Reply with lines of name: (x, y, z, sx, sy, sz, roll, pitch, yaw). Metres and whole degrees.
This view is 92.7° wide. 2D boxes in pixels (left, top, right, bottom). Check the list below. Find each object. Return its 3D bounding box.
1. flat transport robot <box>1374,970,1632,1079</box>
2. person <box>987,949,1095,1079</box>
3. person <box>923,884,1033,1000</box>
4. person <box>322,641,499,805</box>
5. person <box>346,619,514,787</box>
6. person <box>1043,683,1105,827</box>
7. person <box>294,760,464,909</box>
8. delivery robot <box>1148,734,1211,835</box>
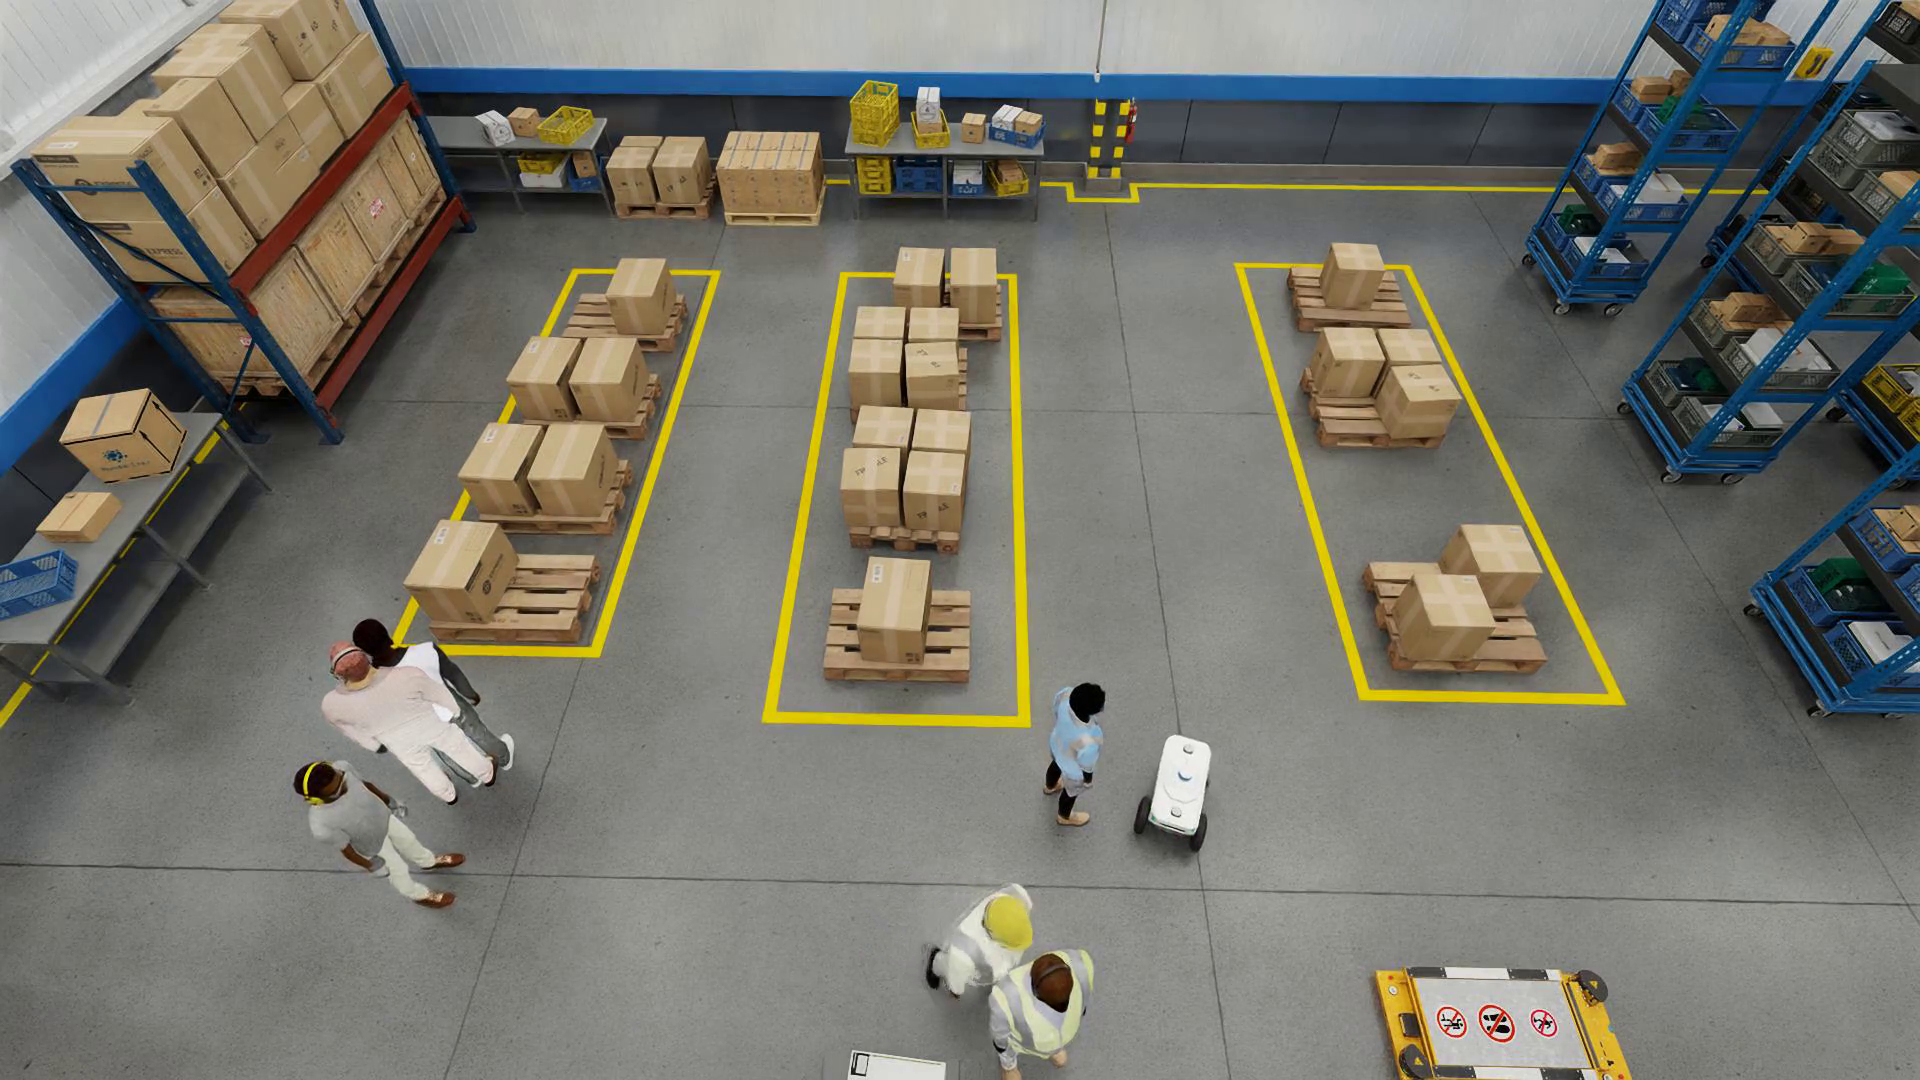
flat transport robot: (3.501, 3.133, 5.914, 1.431, 0.197, 0.652, 1, 51, 1)
person: (0.462, 2.737, 5.229, 0.627, 1.847, 0.429, -20, 54, -16)
person: (0.113, 2.423, 5.511, 0.644, 1.807, 0.618, 37, 60, 26)
person: (-3.814, 1.270, 6.384, 0.651, 1.910, 0.409, -23, 54, -18)
person: (-3.715, 1.185, 6.447, 0.590, 1.919, 0.396, -25, 55, -19)
person: (0.796, 1.475, 6.351, 0.315, 1.695, 0.541, -14, 52, -11)
person: (-3.744, 1.889, 5.916, 0.346, 1.861, 0.516, -6, 51, -5)
delivery robot: (1.622, 1.809, 6.753, 0.477, 0.478, 0.707, 14, 52, 11)
